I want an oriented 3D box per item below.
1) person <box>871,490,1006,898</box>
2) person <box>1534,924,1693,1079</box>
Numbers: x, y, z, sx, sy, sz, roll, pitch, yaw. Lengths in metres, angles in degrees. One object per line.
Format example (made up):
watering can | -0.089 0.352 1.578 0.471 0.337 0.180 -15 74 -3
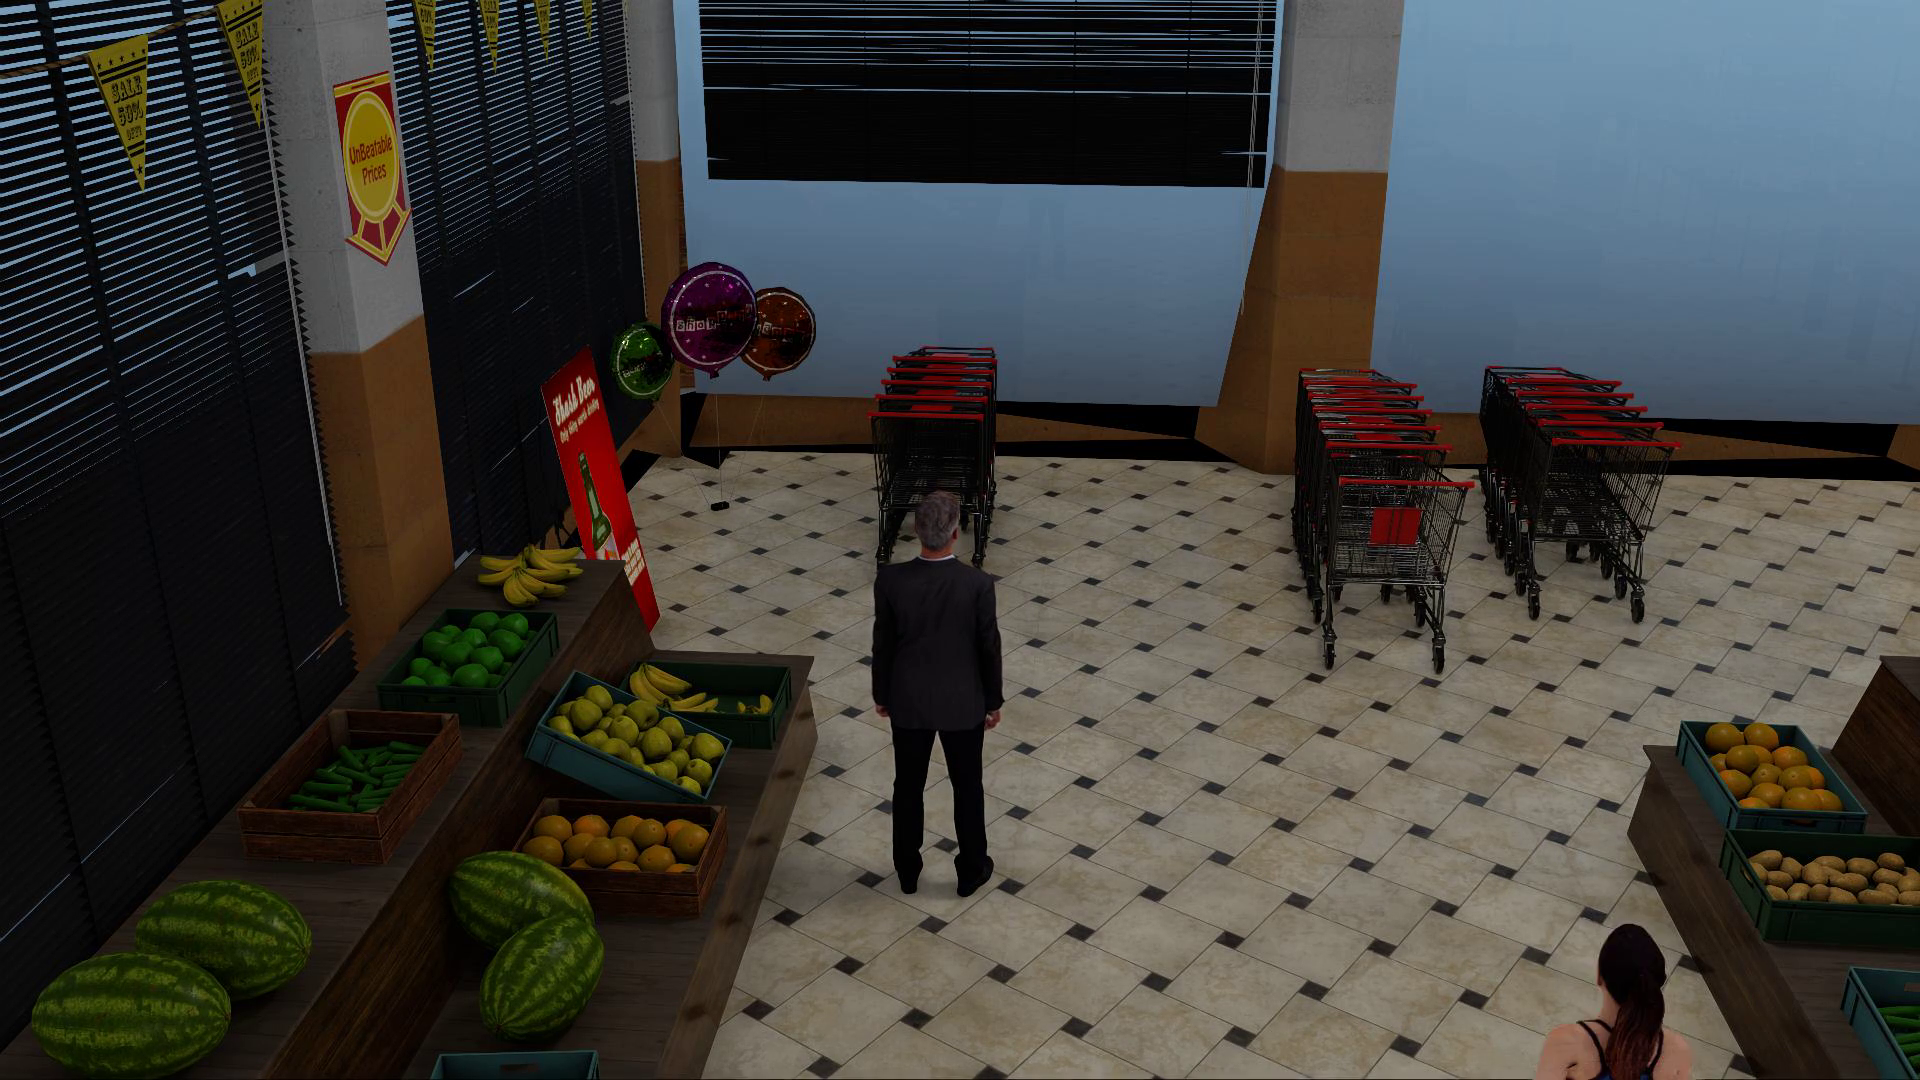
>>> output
person | -0.095 0.656 7.022 0.721 1.841 0.573 3 22 6
person | 1.713 1.800 4.498 0.570 1.600 0.637 2 22 4
